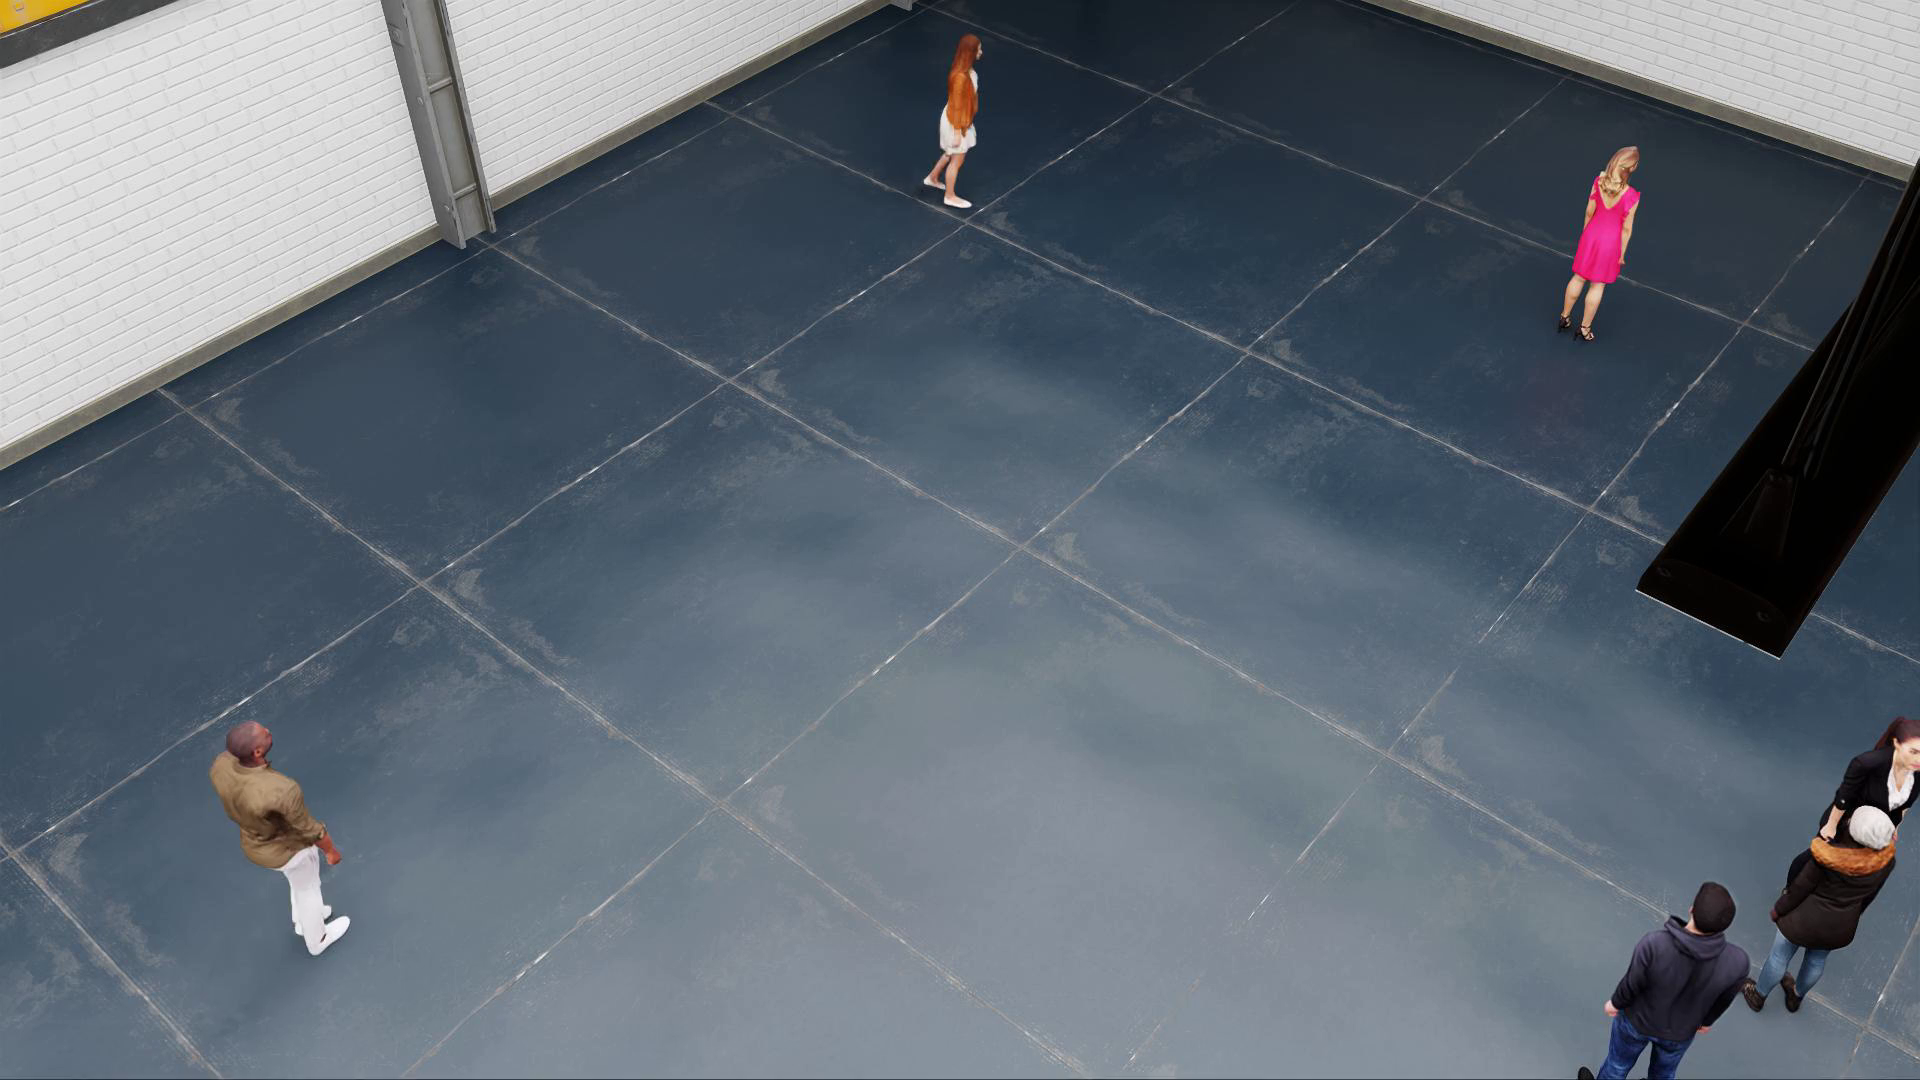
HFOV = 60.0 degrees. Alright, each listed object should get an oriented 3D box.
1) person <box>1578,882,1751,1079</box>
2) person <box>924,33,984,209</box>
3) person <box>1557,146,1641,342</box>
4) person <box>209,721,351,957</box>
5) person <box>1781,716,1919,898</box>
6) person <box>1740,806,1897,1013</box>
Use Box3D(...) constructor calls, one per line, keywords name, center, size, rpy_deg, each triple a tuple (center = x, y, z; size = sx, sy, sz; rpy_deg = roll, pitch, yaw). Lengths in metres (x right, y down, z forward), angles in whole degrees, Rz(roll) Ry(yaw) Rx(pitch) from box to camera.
Box3D(name="person", center=(3.450, 2.336, 8.176), size=(0.756, 1.893, 0.741), rpy_deg=(9, 44, 9))
Box3D(name="person", center=(-0.081, -3.685, 14.640), size=(0.907, 1.695, 0.863), rpy_deg=(0, 44, 0))
Box3D(name="person", center=(5.091, -2.354, 13.219), size=(0.600, 1.729, 0.614), rpy_deg=(-28, 50, -26))
Box3D(name="person", center=(-3.698, 1.674, 8.931), size=(0.808, 1.810, 0.731), rpy_deg=(20, 47, 19))
Box3D(name="person", center=(4.954, 1.552, 9.167), size=(0.689, 1.662, 0.750), rpy_deg=(-4, 44, -4))
Box3D(name="person", center=(4.535, 1.964, 8.755), size=(0.728, 1.633, 0.775), rpy_deg=(0, 44, 0))
